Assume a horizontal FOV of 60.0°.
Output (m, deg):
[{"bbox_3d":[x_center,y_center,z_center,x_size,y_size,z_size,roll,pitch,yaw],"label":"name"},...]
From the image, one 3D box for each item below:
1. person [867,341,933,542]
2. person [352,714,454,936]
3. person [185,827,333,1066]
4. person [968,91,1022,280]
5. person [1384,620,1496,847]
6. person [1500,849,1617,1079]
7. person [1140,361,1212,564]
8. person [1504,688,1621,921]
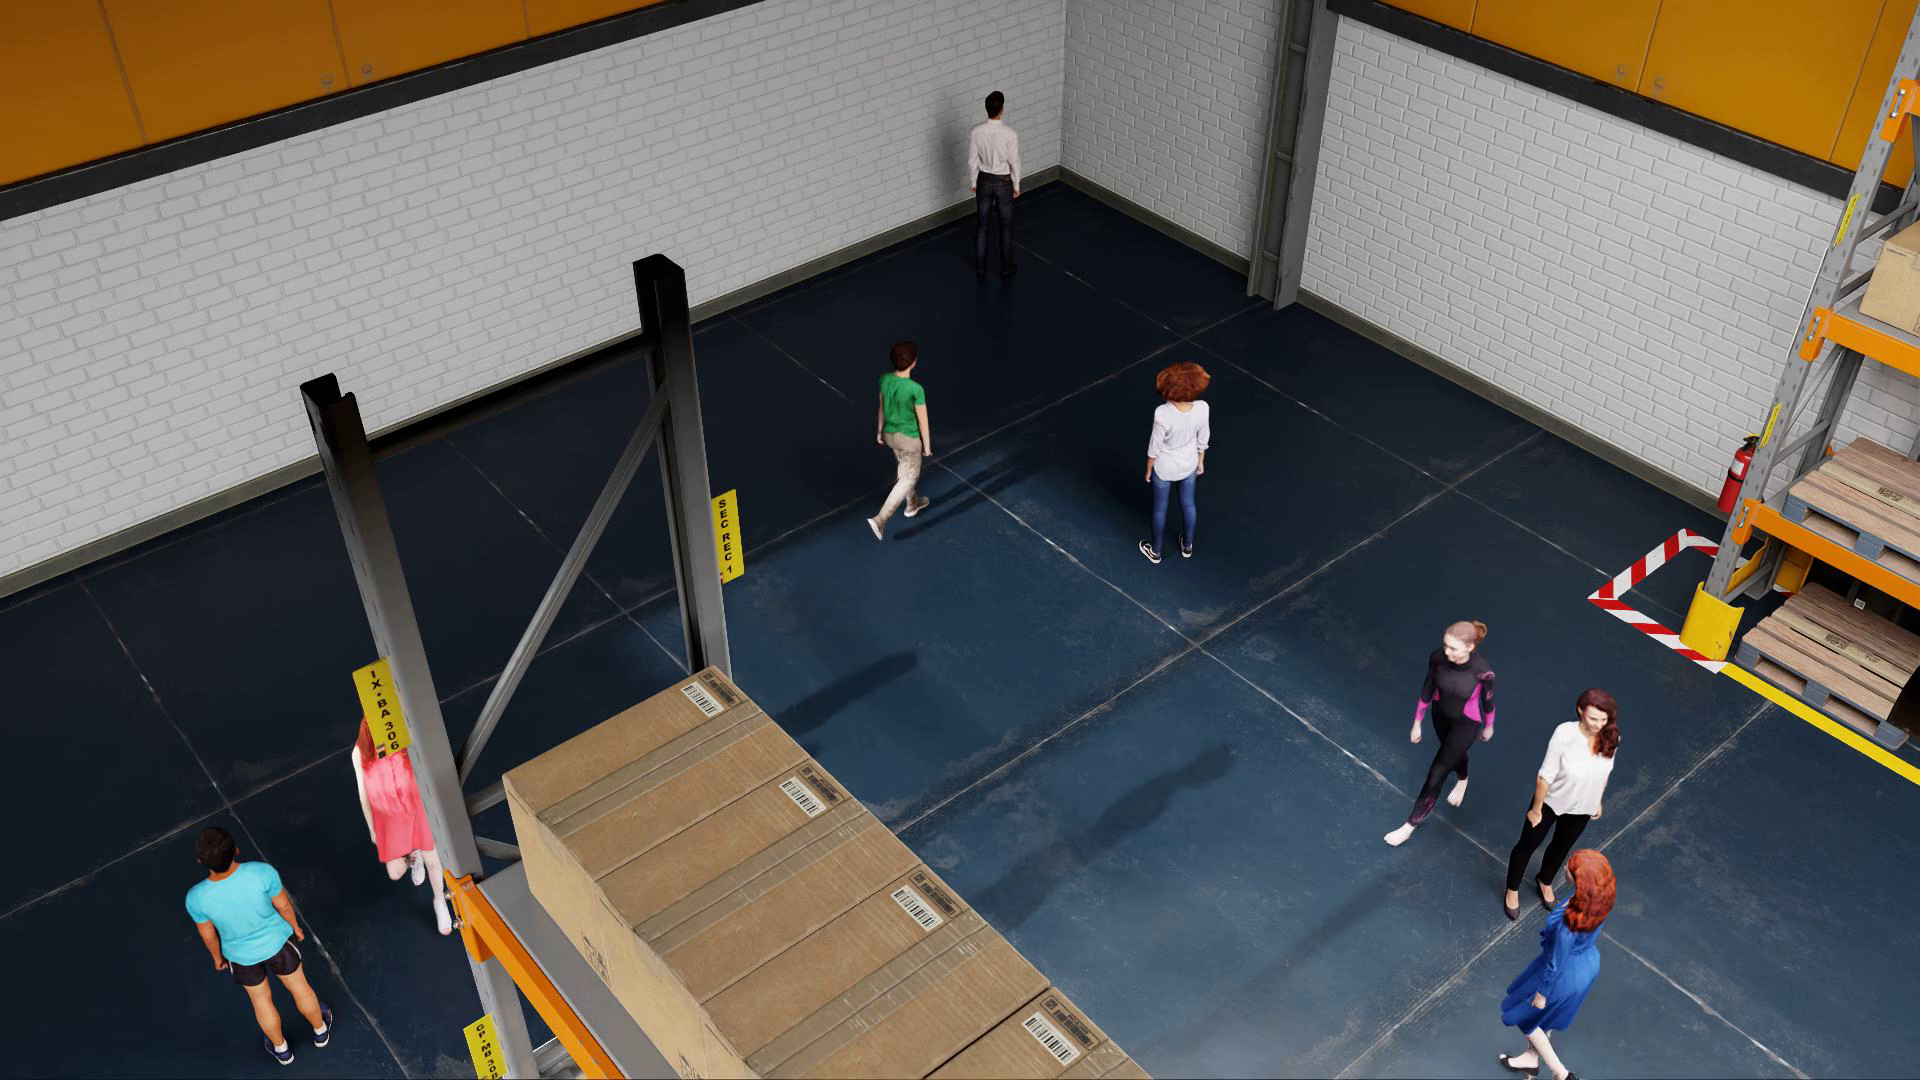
[{"bbox_3d":[-0.486,-0.734,12.698,1.033,1.629,0.833,25,45,28],"label":"person"},{"bbox_3d":[-3.225,1.562,9.676,0.766,1.812,0.862,-11,40,-13],"label":"person"},{"bbox_3d":[-3.766,2.178,8.933,0.657,1.777,0.581,-19,42,-22],"label":"person"},{"bbox_3d":[0.330,-3.363,15.795,0.684,1.871,0.789,9,40,11],"label":"person"},{"bbox_3d":[3.126,1.121,10.337,1.045,1.676,0.689,27,46,30],"label":"person"},{"bbox_3d":[3.210,2.340,8.697,0.625,1.817,0.759,-28,46,-31],"label":"person"},{"bbox_3d":[1.614,-0.581,12.438,0.748,1.714,0.759,-9,39,-11],"label":"person"},{"bbox_3d":[3.523,1.536,9.723,0.688,1.794,0.687,-6,39,-8],"label":"person"}]
